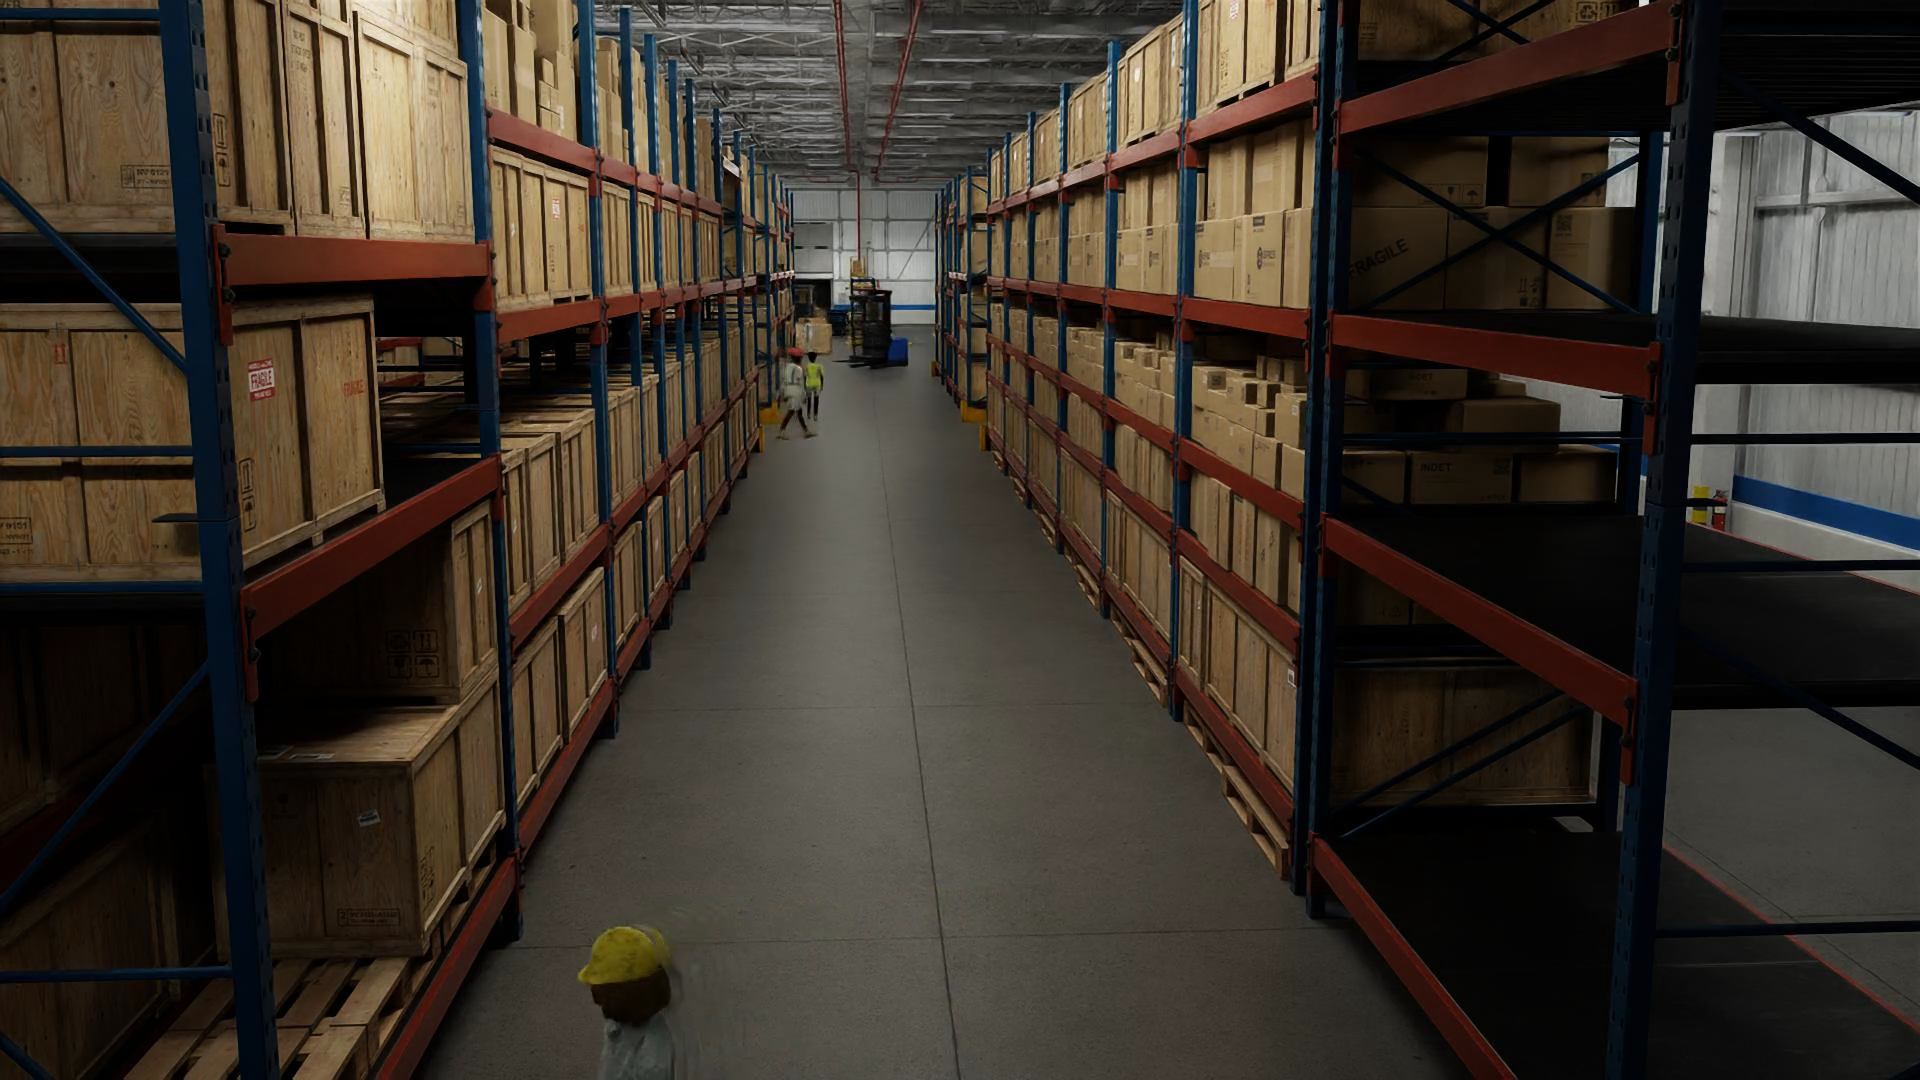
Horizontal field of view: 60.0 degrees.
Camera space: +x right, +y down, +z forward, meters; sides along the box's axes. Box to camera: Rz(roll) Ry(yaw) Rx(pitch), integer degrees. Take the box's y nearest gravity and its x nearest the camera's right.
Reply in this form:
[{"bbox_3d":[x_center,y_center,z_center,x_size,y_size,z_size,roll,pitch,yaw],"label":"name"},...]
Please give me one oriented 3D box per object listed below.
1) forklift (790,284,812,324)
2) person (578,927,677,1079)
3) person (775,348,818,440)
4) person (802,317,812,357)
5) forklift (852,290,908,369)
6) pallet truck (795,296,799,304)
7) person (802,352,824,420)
[{"bbox_3d":[-7.280,-10.322,76.127,1.129,2.768,1.873,2,10,9],"label":"forklift"},{"bbox_3d":[-1.107,2.090,5.522,0.920,1.694,0.491,-3,10,-18],"label":"person"},{"bbox_3d":[-3.586,-3.165,36.051,1.066,1.991,0.632,-6,11,-31],"label":"person"},{"bbox_3d":[-6.199,-8.148,66.870,0.557,1.619,0.536,-3,10,-16],"label":"person"},{"bbox_3d":[-2.858,-7.611,59.932,1.129,2.768,1.873,9,13,43],"label":"forklift"},{"bbox_3d":[-8.622,-12.439,91.403,1.885,1.965,0.823,2,10,13],"label":"pallet truck"},{"bbox_3d":[-3.576,-3.749,40.508,0.532,1.651,0.887,0,10,-2],"label":"person"}]
